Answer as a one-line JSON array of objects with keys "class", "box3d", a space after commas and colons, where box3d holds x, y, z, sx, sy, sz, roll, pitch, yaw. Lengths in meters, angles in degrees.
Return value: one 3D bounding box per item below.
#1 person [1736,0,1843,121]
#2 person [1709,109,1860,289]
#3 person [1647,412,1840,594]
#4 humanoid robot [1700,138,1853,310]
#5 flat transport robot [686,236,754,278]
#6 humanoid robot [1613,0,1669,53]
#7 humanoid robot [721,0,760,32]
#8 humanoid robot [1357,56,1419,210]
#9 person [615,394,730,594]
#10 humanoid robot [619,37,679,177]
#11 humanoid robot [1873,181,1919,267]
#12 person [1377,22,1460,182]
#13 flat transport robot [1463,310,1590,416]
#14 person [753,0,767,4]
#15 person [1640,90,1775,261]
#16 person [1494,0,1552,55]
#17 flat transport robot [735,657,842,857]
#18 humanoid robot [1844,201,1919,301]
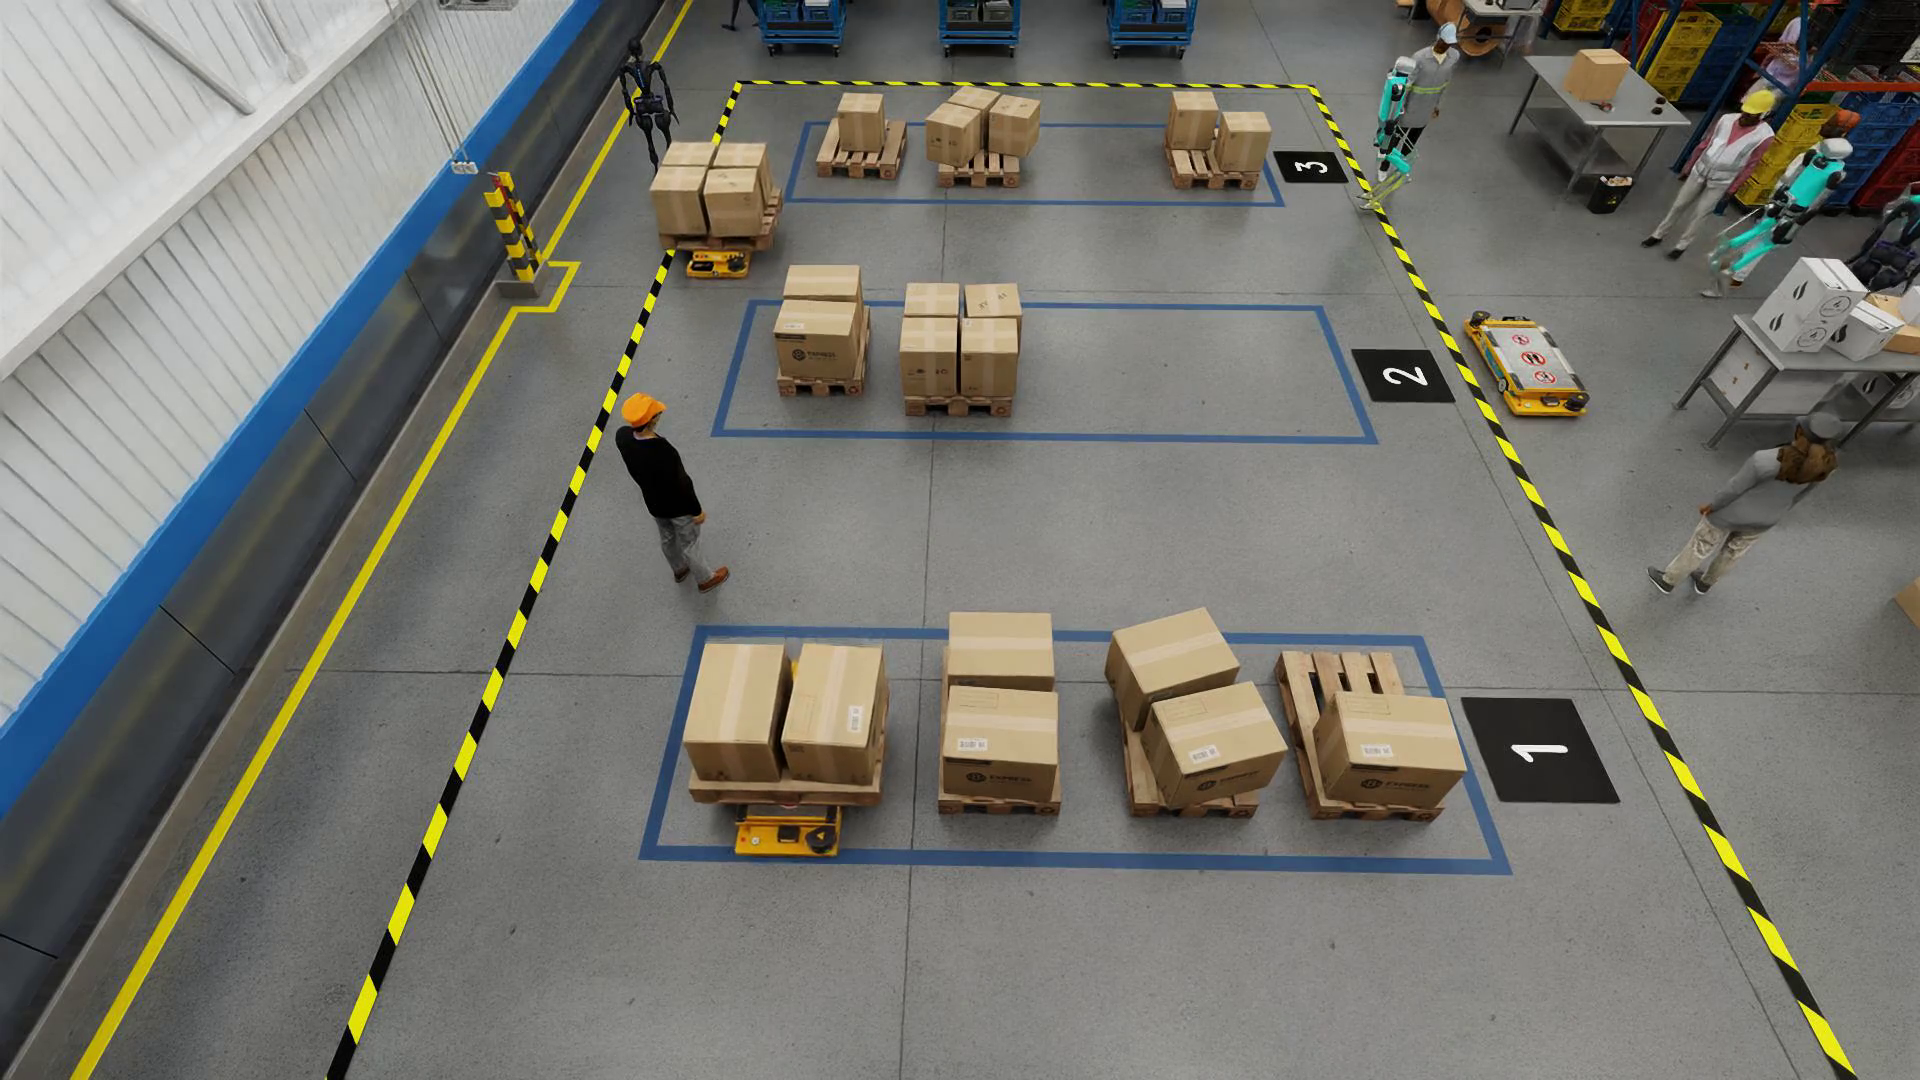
[{"class": "person", "box3d": [10.015, -5.627, 11.232, 0.384, 2.040, 0.612, -14, 51, -12]}, {"class": "person", "box3d": [8.533, -3.505, 9.498, 0.356, 1.884, 0.573, 27, 54, 22]}, {"class": "person", "box3d": [5.780, -0.224, 6.733, 0.571, 1.767, 0.400, 3, 49, 3]}, {"class": "humanoid robot", "box3d": [8.105, -3.164, 9.319, 0.660, 1.832, 0.541, 2, 49, 1]}, {"class": "flat transport robot", "box3d": [-2.689, -3.506, 10.549, 0.652, 0.197, 1.431, 1, 49, 1]}, {"class": "humanoid robot", "box3d": [10.374, -7.938, 13.441, 0.875, 1.788, 0.542, 6, 49, 5]}, {"class": "humanoid robot", "box3d": [-3.505, -8.844, 14.276, 0.758, 1.626, 0.597, -14, 51, -12]}, {"class": "humanoid robot", "box3d": [5.024, -4.592, 10.448, 0.735, 1.677, 0.533, 9, 50, 8]}, {"class": "person", "box3d": [-2.127, -0.307, 6.732, 0.586, 1.884, 0.367, 24, 53, 20]}, {"class": "humanoid robot", "box3d": [-3.738, -5.178, 11.075, 0.599, 1.655, 0.315, -7, 49, -6]}, {"class": "humanoid robot", "box3d": [10.467, -3.722, 9.772, 0.955, 1.728, 0.547, 30, 55, 23]}, {"class": "person", "box3d": [5.518, -5.205, 10.991, 0.597, 1.850, 0.386, -7, 49, -6]}, {"class": "flat transport robot", "box3d": [5.573, -1.757, 9.054, 0.659, 0.231, 1.431, 1, 49, 1]}, {"class": "person", "box3d": [-3.357, -9.884, 14.985, 0.373, 1.940, 0.628, -1, 49, -1]}, {"class": "person", "box3d": [8.121, -3.922, 9.895, 0.404, 1.827, 0.599, -26, 54, -21]}, {"class": "person", "box3d": [8.546, -8.190, 13.597, 0.720, 1.823, 0.501, 21, 52, 17]}, {"class": "flat transport robot", "box3d": [-1.101, 1.435, 6.273, 0.652, 0.197, 1.431, 1, 49, 1]}, {"class": "humanoid robot", "box3d": [9.089, -2.711, 8.997, 0.790, 1.619, 0.584, -24, 53, -19]}]
